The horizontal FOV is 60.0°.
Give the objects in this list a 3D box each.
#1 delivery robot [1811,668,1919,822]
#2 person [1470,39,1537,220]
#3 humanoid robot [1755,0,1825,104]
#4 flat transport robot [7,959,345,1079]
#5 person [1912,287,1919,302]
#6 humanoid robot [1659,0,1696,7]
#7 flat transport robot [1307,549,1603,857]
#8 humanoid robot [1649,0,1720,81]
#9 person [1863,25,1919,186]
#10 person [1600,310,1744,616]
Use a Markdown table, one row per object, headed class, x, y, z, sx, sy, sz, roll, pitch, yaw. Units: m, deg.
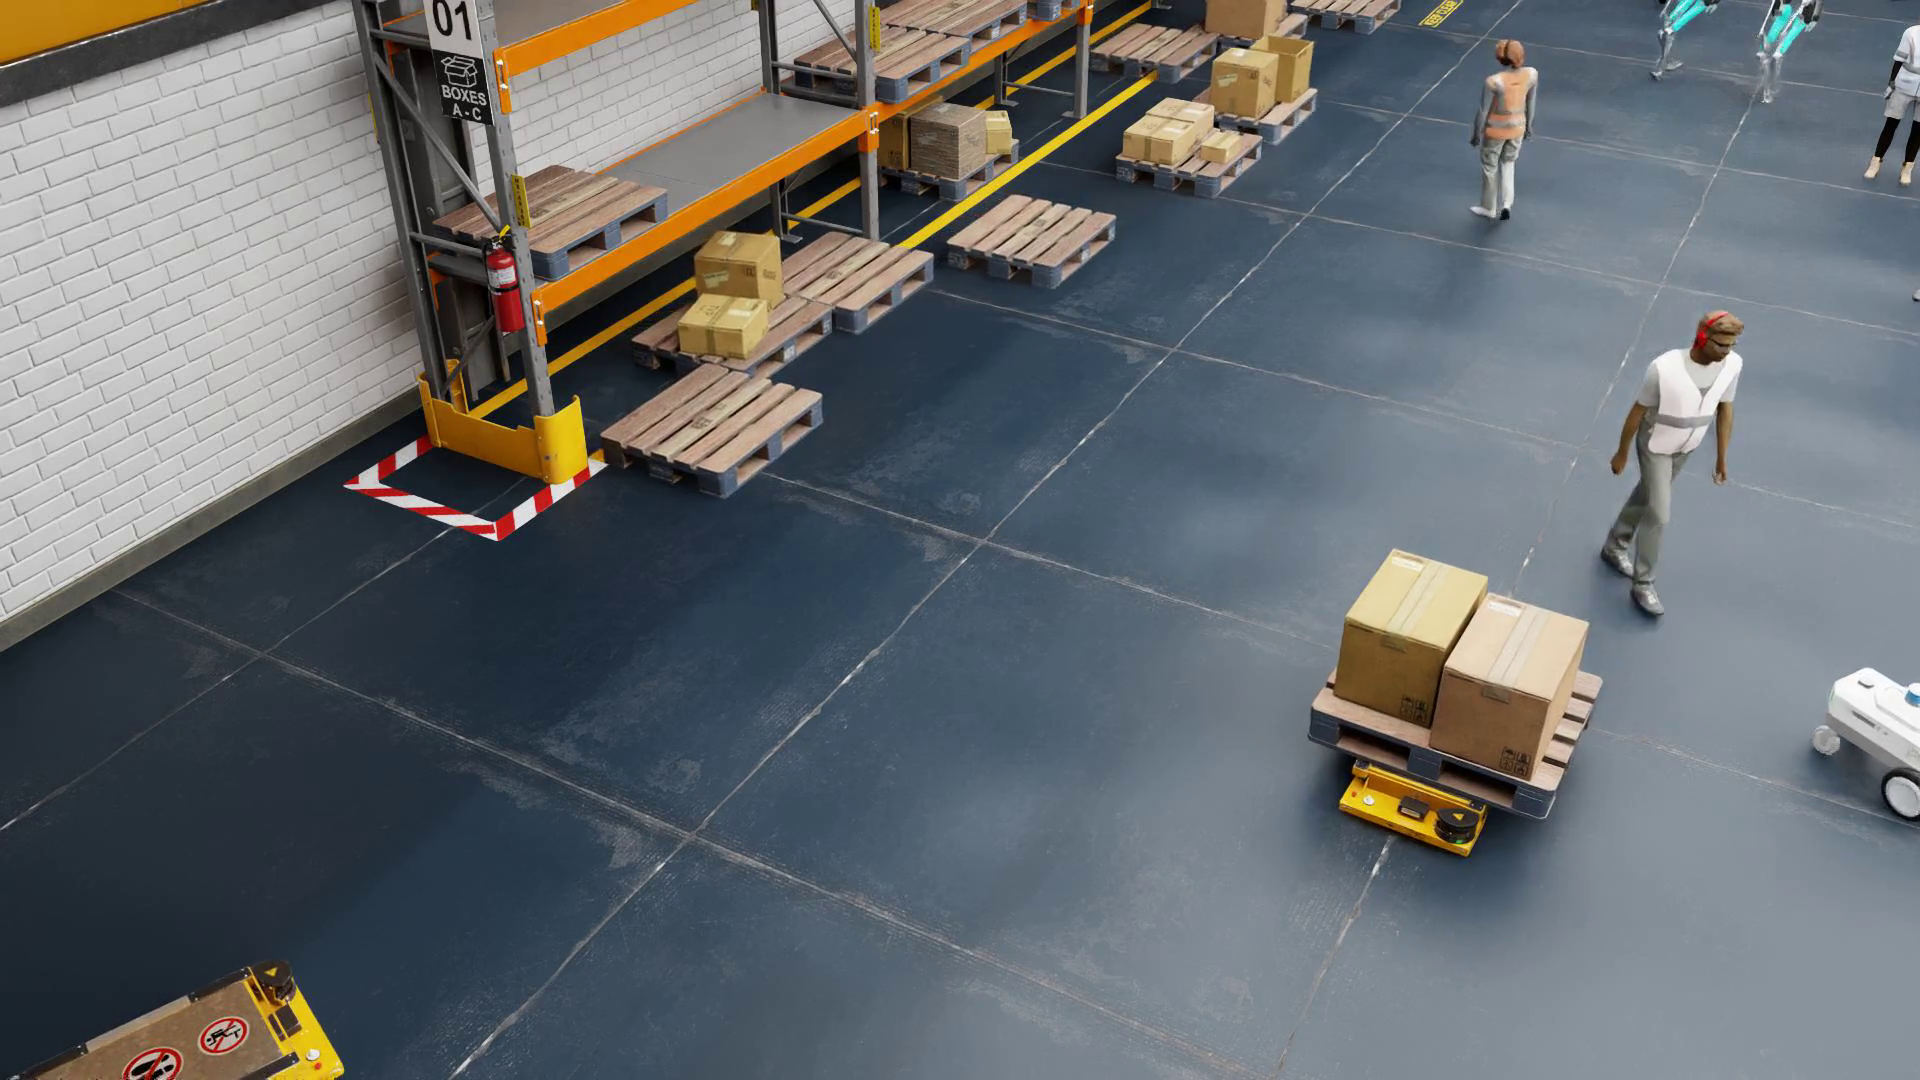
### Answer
| class | x | y | z | sx | sy | sz | roll | pitch | yaw |
| --- | --- | --- | --- | --- | --- | --- | --- | --- | --- |
| delivery robot | 4.767 | 1.008 | 8.373 | 0.499 | 0.605 | 0.781 | -17 | 37 | -24 |
| person | 4.640 | -3.468 | 14.180 | 0.557 | 1.602 | 0.494 | -8 | 34 | -11 |
| humanoid robot | 8.393 | -5.332 | 16.939 | 0.835 | 1.817 | 0.530 | -24 | 41 | -32 |
| flat transport robot | -3.320 | 2.262 | 6.726 | 1.431 | 0.231 | 0.659 | -23 | 40 | -31 |
| person | 7.862 | -2.692 | 12.791 | 0.567 | 1.845 | 0.386 | 17 | 37 | 24 |
| humanoid robot | 8.689 | -7.137 | 19.671 | 0.510 | 1.640 | 0.610 | -15 | 36 | -22 |
| flat transport robot | 2.525 | 1.037 | 8.579 | 0.659 | 0.231 | 1.431 | 19 | 38 | 26 |
| humanoid robot | 7.611 | -5.703 | 17.490 | 0.940 | 1.799 | 0.551 | -14 | 36 | -20 |
| person | 8.619 | -4.049 | 14.977 | 0.537 | 1.698 | 0.317 | 17 | 37 | 24 |
| person | 4.090 | -0.461 | 9.449 | 0.576 | 1.806 | 0.830 | -13 | 36 | -18 |
